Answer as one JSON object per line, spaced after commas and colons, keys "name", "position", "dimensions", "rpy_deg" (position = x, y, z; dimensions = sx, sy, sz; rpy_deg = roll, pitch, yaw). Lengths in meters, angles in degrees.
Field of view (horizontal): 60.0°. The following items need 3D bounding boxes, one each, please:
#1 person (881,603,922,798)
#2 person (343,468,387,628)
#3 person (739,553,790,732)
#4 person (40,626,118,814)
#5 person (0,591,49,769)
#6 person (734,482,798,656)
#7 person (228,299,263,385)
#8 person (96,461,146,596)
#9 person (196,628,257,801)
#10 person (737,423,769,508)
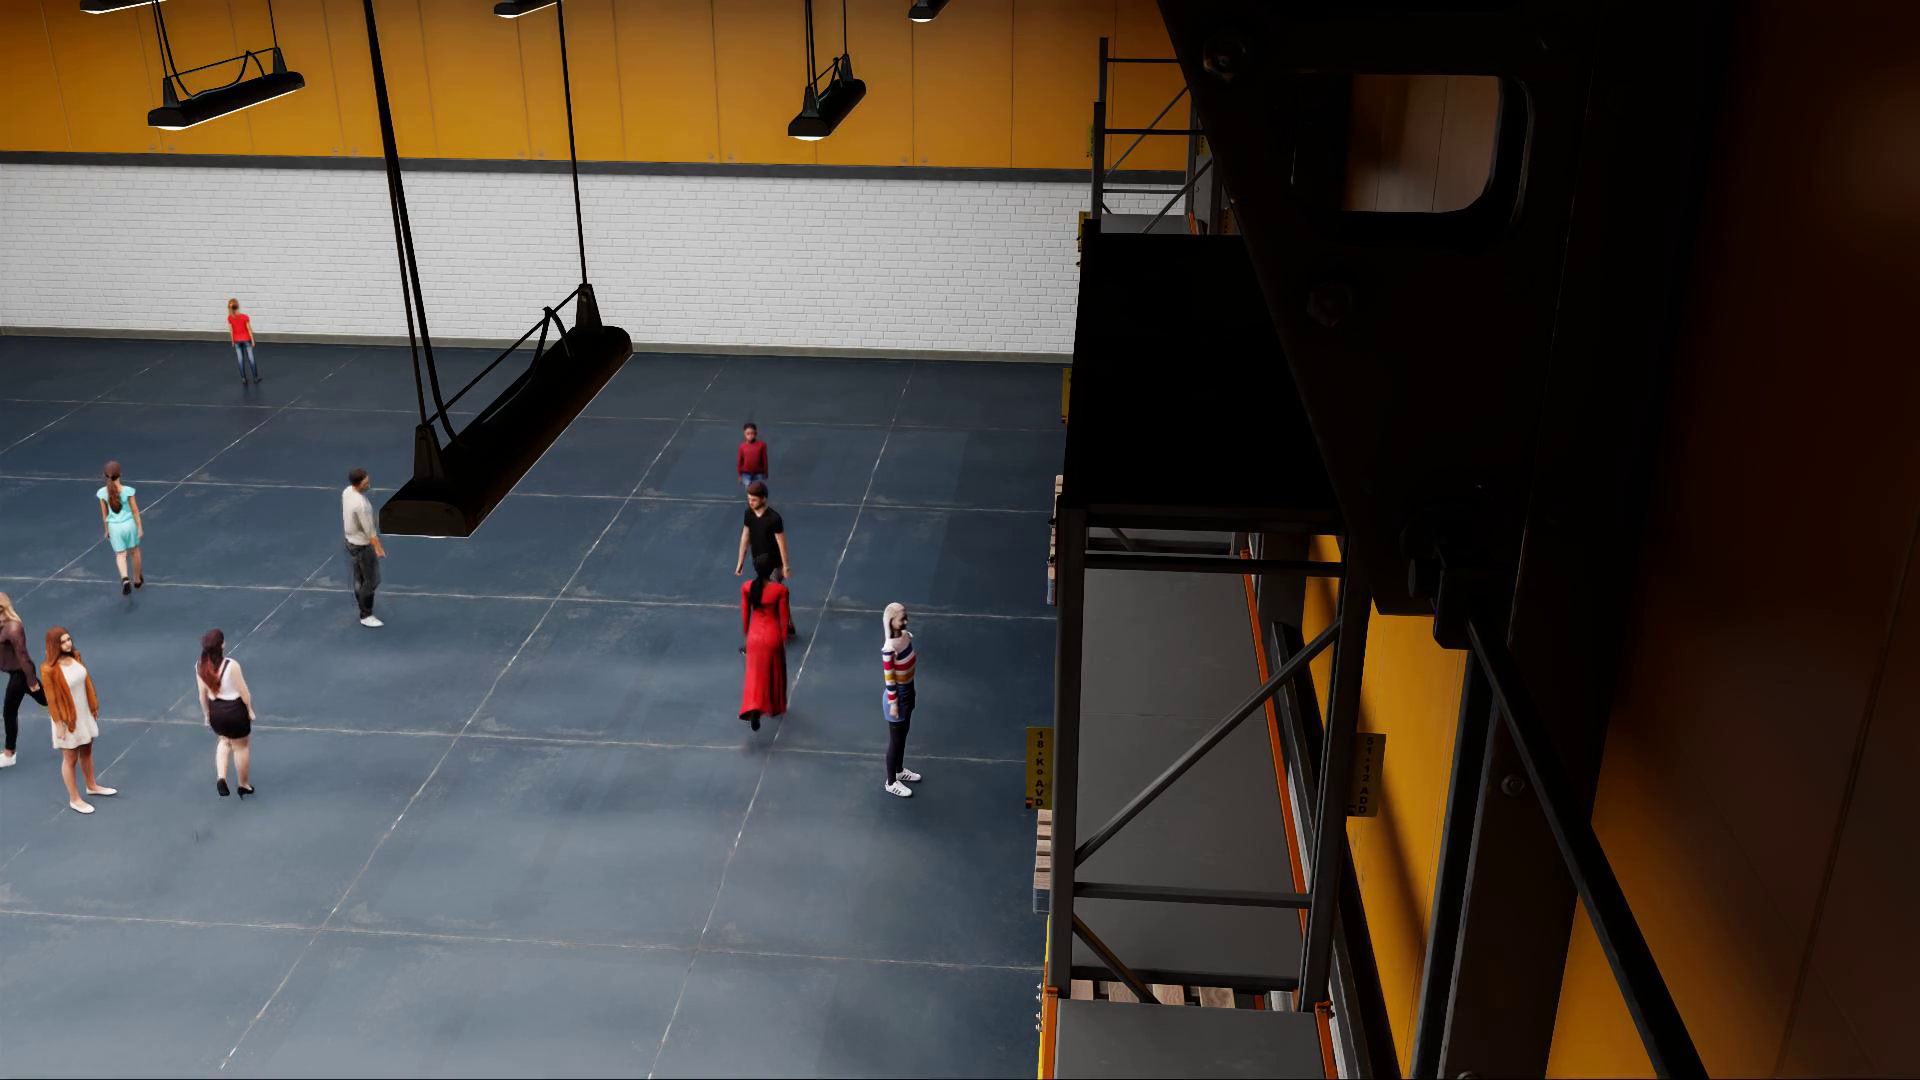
{"name": "person", "position": [-0.542, 1.373, 14.605], "dimensions": [0.758, 1.809, 0.541], "rpy_deg": [7, 25, 16]}
{"name": "person", "position": [-6.422, 0.028, 17.728], "dimensions": [0.801, 1.772, 0.856], "rpy_deg": [16, 28, 32]}
{"name": "person", "position": [-1.851, 0.980, 15.558], "dimensions": [0.618, 1.766, 0.960], "rpy_deg": [2, 24, 5]}
{"name": "person", "position": [-7.683, 1.517, 14.387], "dimensions": [0.706, 1.720, 0.547], "rpy_deg": [5, 24, 11]}
{"name": "person", "position": [-8.466, 1.213, 15.158], "dimensions": [1.156, 1.660, 1.103], "rpy_deg": [-18, 30, -36]}
{"name": "person", "position": [-1.902, 0.235, 17.191], "dimensions": [1.081, 1.823, 1.192], "rpy_deg": [20, 31, 38]}
{"name": "person", "position": [-10.916, -3.028, 25.295], "dimensions": [0.527, 1.310, 0.544], "rpy_deg": [-4, 24, -10]}
{"name": "person", "position": [-9.237, -0.108, 18.324], "dimensions": [0.759, 1.545, 0.940], "rpy_deg": [-8, 25, -17]}
{"name": "person", "position": [-6.368, 1.563, 14.385], "dimensions": [0.556, 1.638, 0.666], "rpy_deg": [2, 24, 4]}
{"name": "person", "position": [-2.542, -0.862, 20.437], "dimensions": [0.595, 1.234, 0.843], "rpy_deg": [-2, 24, -4]}
